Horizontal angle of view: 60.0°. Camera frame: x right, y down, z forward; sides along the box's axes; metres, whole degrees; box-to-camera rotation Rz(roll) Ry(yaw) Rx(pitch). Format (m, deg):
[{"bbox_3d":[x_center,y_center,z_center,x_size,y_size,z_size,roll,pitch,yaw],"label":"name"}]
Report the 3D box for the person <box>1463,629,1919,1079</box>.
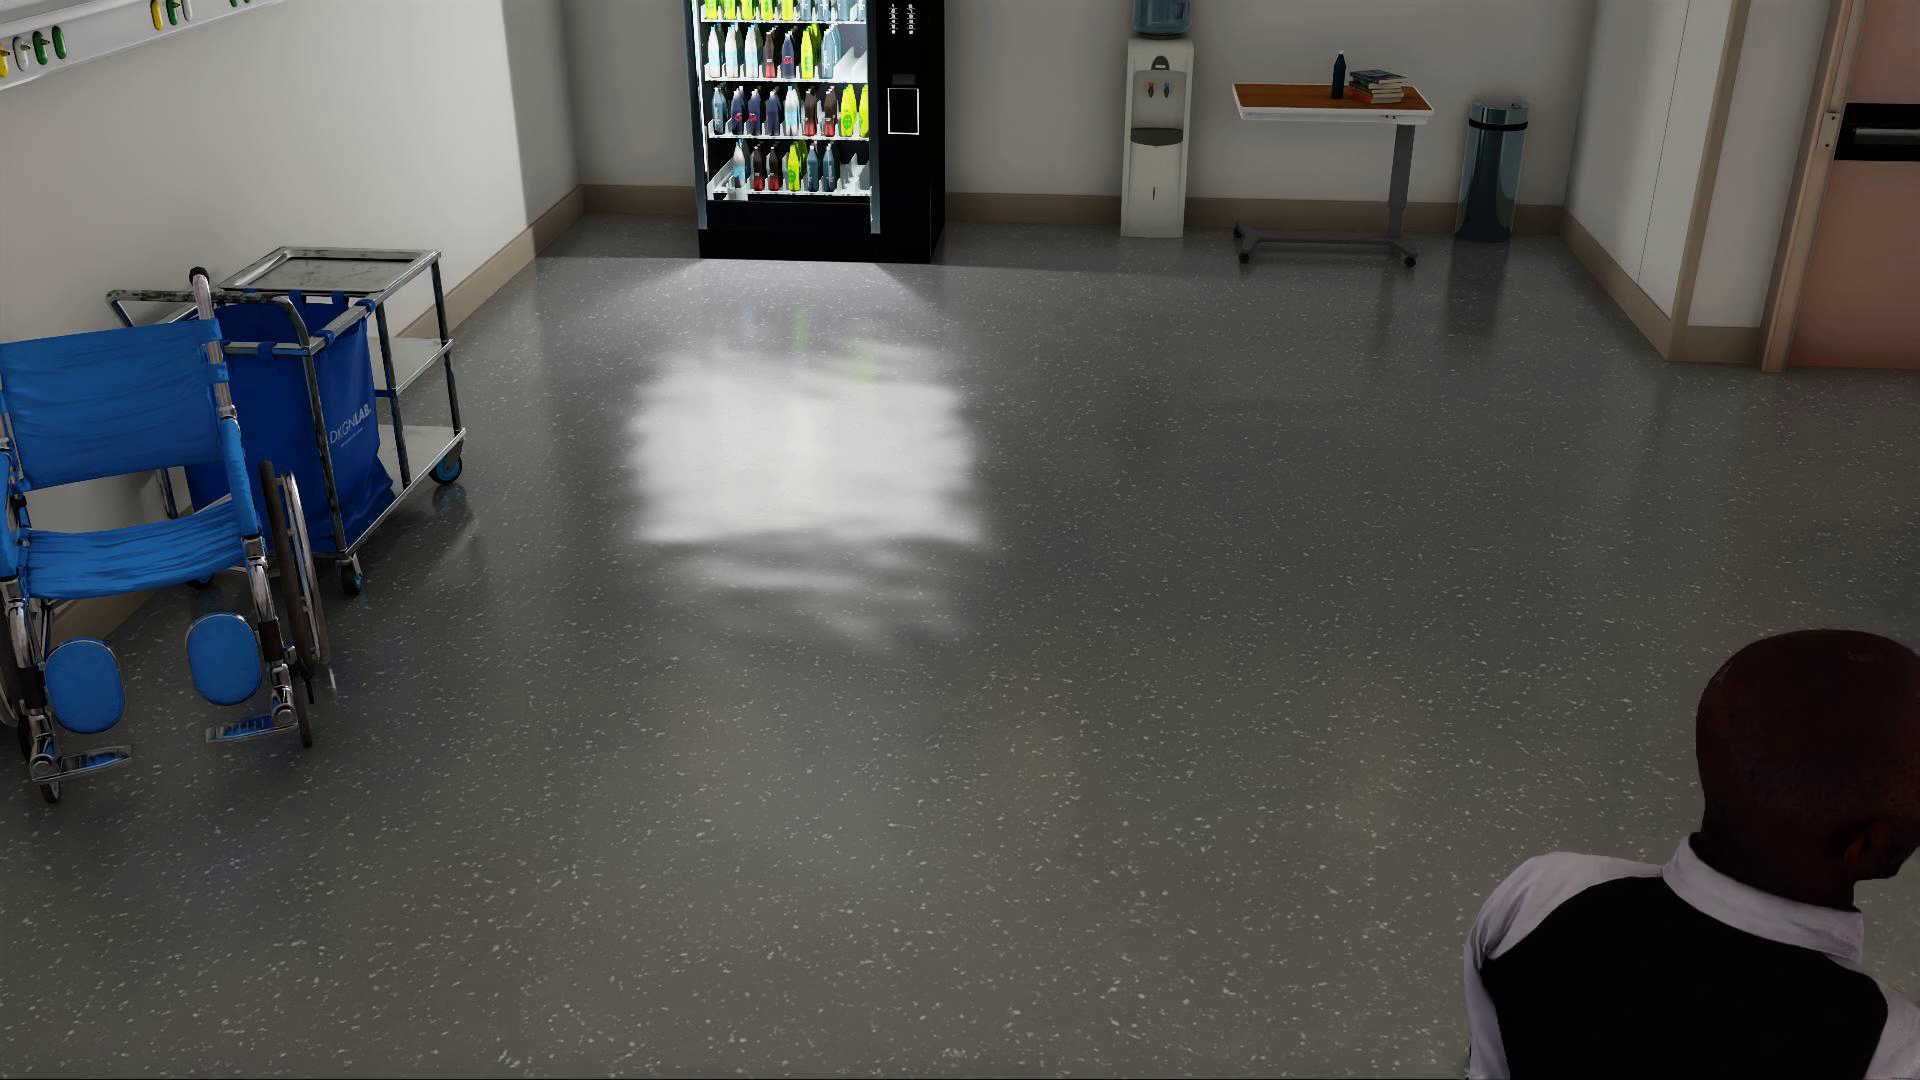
[{"bbox_3d":[0.658,0.900,1.698,0.818,1.821,0.784,-21,33,-37],"label":"person"}]
